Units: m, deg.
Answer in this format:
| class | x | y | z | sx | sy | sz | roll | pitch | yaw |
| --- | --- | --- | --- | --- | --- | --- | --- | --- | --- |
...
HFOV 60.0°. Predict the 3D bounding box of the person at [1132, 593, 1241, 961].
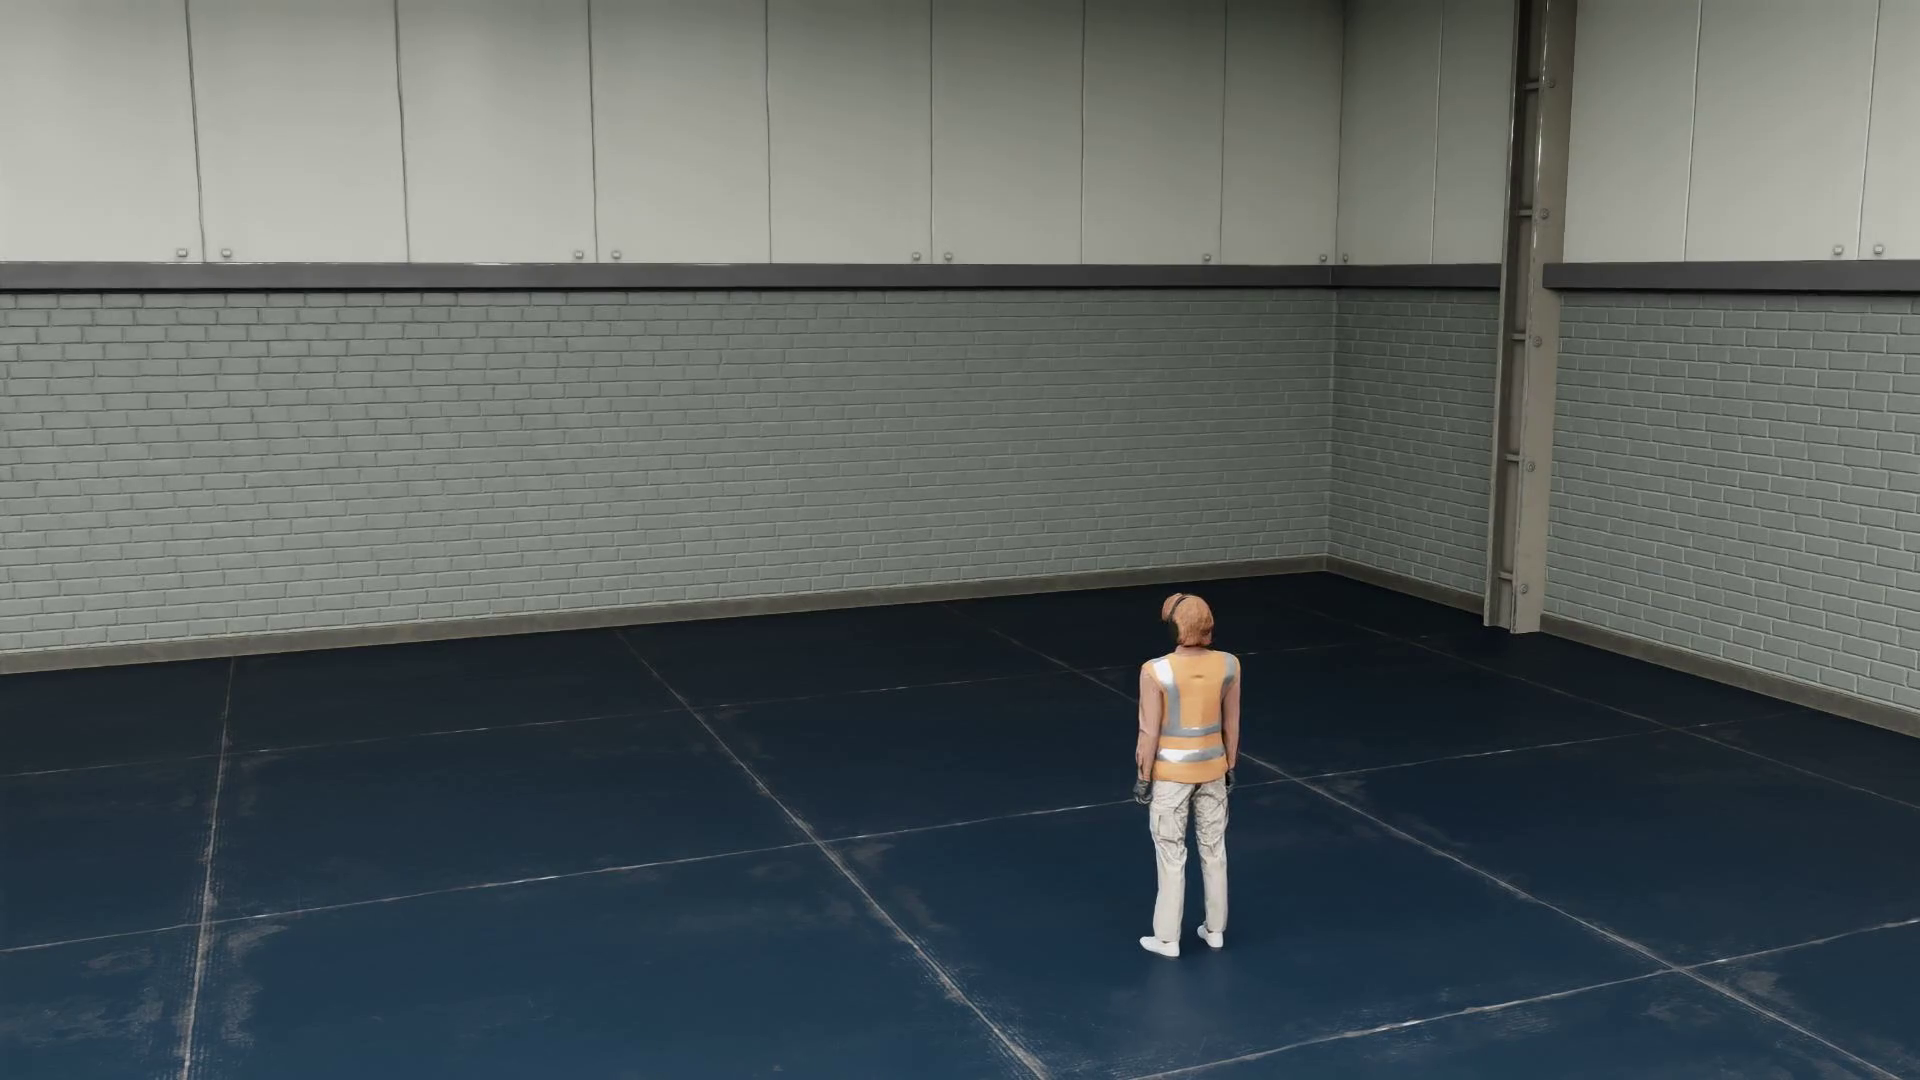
| class | x | y | z | sx | sy | sz | roll | pitch | yaw |
| --- | --- | --- | --- | --- | --- | --- | --- | --- | --- |
| person | 1.010 | 1.049 | 7.395 | 0.525 | 1.636 | 0.307 | -4 | 10 | -23 |
